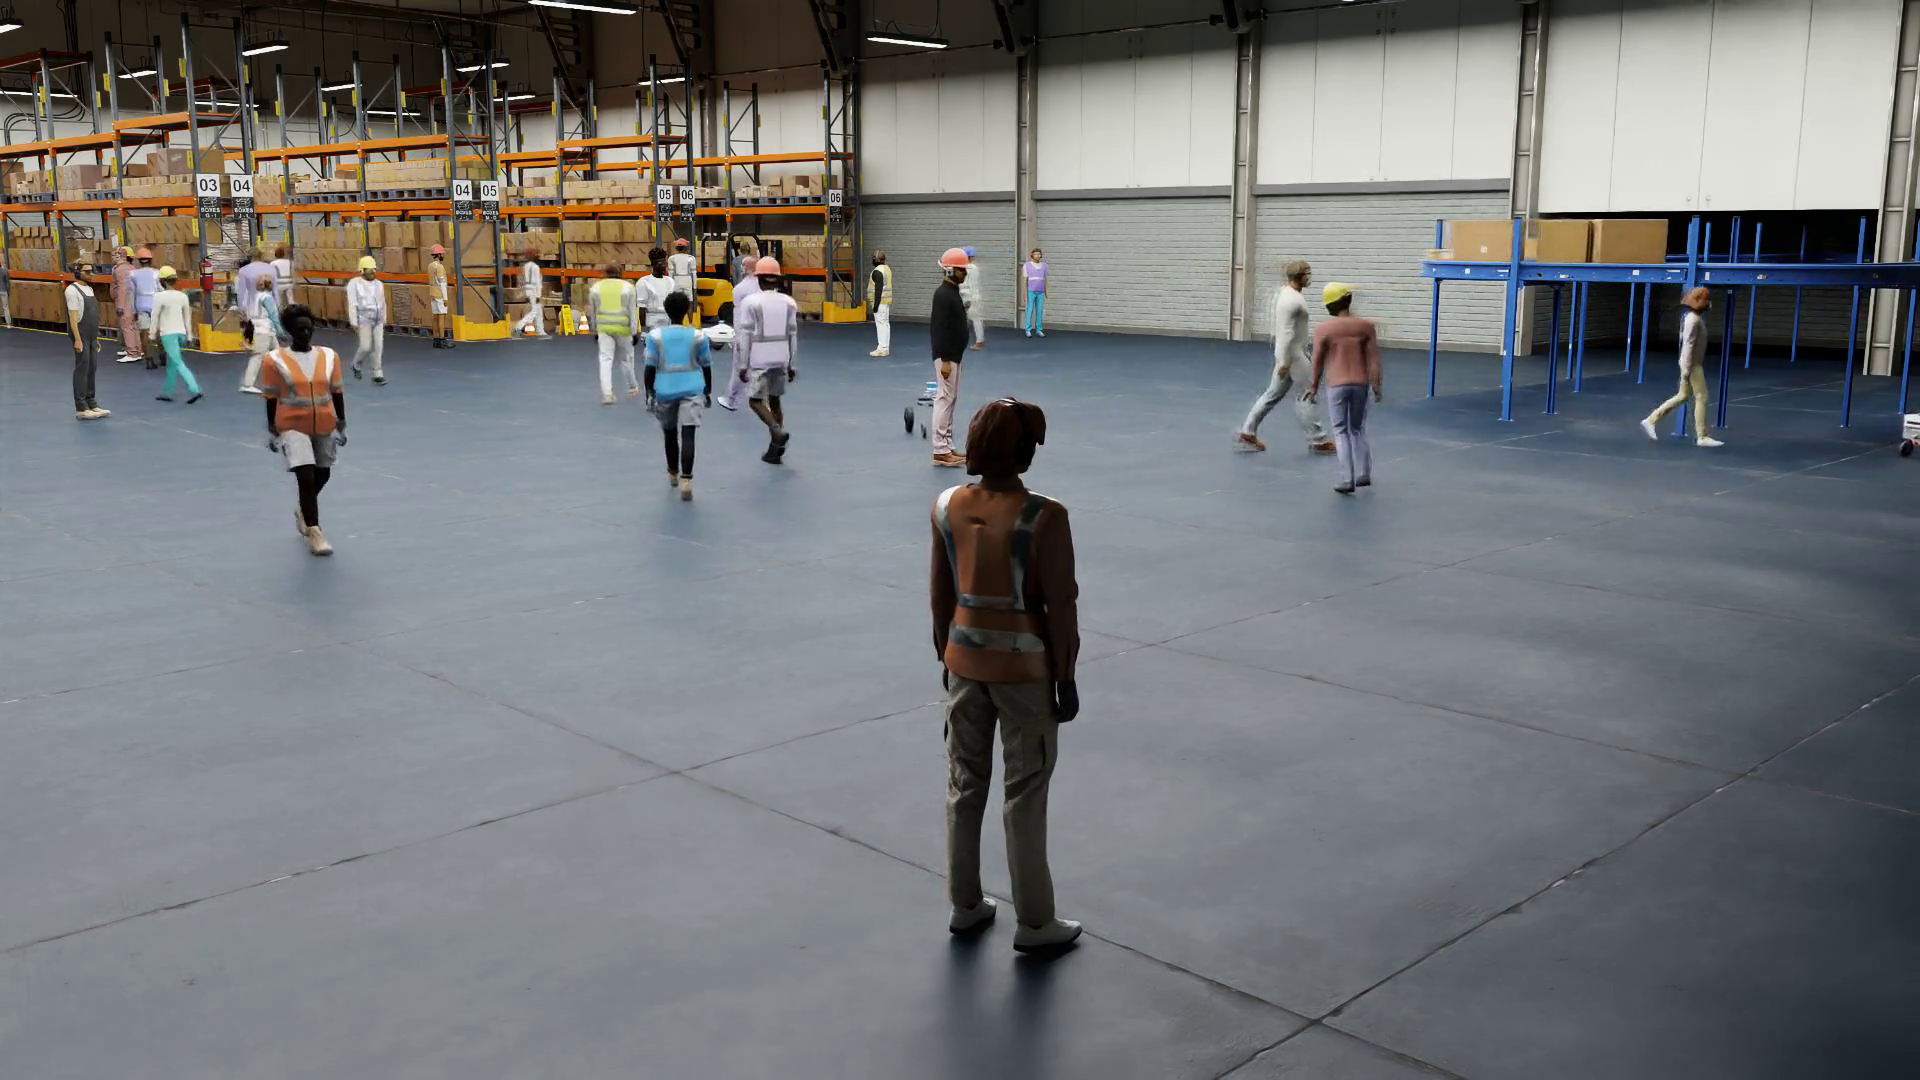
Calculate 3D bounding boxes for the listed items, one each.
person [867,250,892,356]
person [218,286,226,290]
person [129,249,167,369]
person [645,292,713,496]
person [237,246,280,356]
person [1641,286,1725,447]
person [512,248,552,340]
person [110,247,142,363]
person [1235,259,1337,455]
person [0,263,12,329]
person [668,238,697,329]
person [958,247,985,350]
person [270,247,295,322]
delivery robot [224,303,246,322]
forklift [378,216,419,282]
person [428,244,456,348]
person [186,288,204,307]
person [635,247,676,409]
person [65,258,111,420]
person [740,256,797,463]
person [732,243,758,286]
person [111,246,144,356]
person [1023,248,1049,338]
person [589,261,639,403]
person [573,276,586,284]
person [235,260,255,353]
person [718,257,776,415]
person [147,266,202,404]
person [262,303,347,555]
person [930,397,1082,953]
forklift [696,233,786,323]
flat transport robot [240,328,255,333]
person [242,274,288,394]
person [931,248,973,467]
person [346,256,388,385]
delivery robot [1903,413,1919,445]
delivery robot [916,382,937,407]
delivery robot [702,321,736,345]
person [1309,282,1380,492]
[{"bbox_3d":[-1.418,-4.171,29.314,0.430,1.845,0.624,3,11,13],"label":"person"},{"bbox_3d":[-21.357,-7.649,48.278,0.619,1.845,0.430,9,14,41],"label":"person"},{"bbox_3d":[-12.950,-3.702,26.629,0.564,1.883,0.973,-3,11,-13],"label":"person"},{"bbox_3d":[-2.300,-1.207,13.671,0.546,1.643,0.890,-2,11,-9],"label":"person"},{"bbox_3d":[-11.701,-3.901,27.623,0.701,1.916,0.662,8,13,38],"label":"person"},{"bbox_3d":[7.365,-1.768,16.857,0.758,1.605,0.509,5,12,26],"label":"person"},{"bbox_3d":[-8.702,-4.980,33.694,0.785,1.864,0.582,-7,12,-32],"label":"person"},{"bbox_3d":[-13.995,-3.934,27.846,0.405,1.906,0.653,-2,11,-9],"label":"person"},{"bbox_3d":[3.212,-1.789,16.222,1.043,1.896,0.633,1,10,8],"label":"person"},{"bbox_3d":[-21.705,-5.575,37.541,0.498,1.633,0.285,-9,13,-39],"label":"person"},{"bbox_3d":[-6.042,-5.540,36.234,0.614,2.039,0.387,-1,10,-8],"label":"person"},{"bbox_3d":[0.064,-4.448,30.695,1.020,1.882,0.621,-6,12,-31],"label":"person"},{"bbox_3d":[-15.531,-5.792,38.204,0.583,1.837,0.979,-9,14,-42],"label":"person"},{"bbox_3d":[-16.892,-5.286,38.769,0.477,0.478,0.707,-9,13,-39],"label":"delivery robot"},{"bbox_3d":[-17.868,-9.201,54.028,1.873,2.768,1.129,-10,14,-44],"label":"forklift"},{"bbox_3d":[-9.818,-4.604,31.403,0.352,1.942,0.545,-9,14,-42],"label":"person"},{"bbox_3d":[-17.980,-5.860,39.189,0.802,1.601,0.491,9,14,41],"label":"person"},{"bbox_3d":[-3.670,-2.584,20.316,0.361,1.964,0.614,7,13,35],"label":"person"},{"bbox_3d":[-10.151,-2.338,19.309,0.327,1.844,0.514,-1,10,-4],"label":"person"},{"bbox_3d":[-1.731,-1.653,15.374,0.563,1.918,0.592,-7,12,-33],"label":"person"},{"bbox_3d":[-4.789,-5.683,37.298,0.630,1.940,0.373,2,11,12],"label":"person"},{"bbox_3d":[-14.630,-4.191,29.238,0.584,1.915,0.392,6,12,32],"label":"person"},{"bbox_3d":[1.566,-5.143,34.607,0.570,1.843,0.372,-5,11,-24],"label":"person"},{"bbox_3d":[-4.407,-2.667,21.285,0.642,1.783,0.974,1,10,3],"label":"person"},{"bbox_3d":[-10.413,-7.100,45.587,0.483,1.737,0.320,4,11,19],"label":"person"},{"bbox_3d":[-12.751,-4.201,29.884,0.382,1.678,0.542,1,10,7],"label":"person"},{"bbox_3d":[-2.472,-2.422,19.775,0.645,1.841,1.019,-9,13,-39],"label":"person"},{"bbox_3d":[-9.973,-2.615,21.119,0.875,1.729,0.521,3,11,18],"label":"person"},{"bbox_3d":[-4.458,-0.774,11.282,0.537,1.668,0.799,-9,14,-42],"label":"person"},{"bbox_3d":[0.130,0.399,4.940,0.514,1.642,0.310,8,13,37],"label":"person"},{"bbox_3d":[-5.496,-6.489,41.108,2.313,2.155,1.214,-10,14,-44],"label":"forklift"},{"bbox_3d":[-14.525,-4.173,33.730,0.652,0.197,1.431,-10,14,-43],"label":"flat transport robot"},{"bbox_3d":[-9.277,-2.770,22.372,0.884,1.586,0.524,-5,12,-27],"label":"person"},{"bbox_3d":[-0.074,-1.697,15.413,0.400,1.989,0.623,2,11,9],"label":"person"},{"bbox_3d":[-8.400,-3.116,23.608,0.490,1.821,0.611,7,13,34],"label":"person"},{"bbox_3d":[9.434,-1.102,15.953,0.707,0.478,0.477,-3,11,-16],"label":"delivery robot"},{"bbox_3d":[-0.307,-1.576,17.829,0.335,0.223,0.698,-2,11,-11],"label":"delivery robot"},{"bbox_3d":[-4.392,-3.795,30.637,0.707,0.478,0.477,4,11,22],"label":"delivery robot"},{"bbox_3d":[3.175,-1.261,13.747,0.541,1.725,0.524,-2,11,-10],"label":"person"}]
